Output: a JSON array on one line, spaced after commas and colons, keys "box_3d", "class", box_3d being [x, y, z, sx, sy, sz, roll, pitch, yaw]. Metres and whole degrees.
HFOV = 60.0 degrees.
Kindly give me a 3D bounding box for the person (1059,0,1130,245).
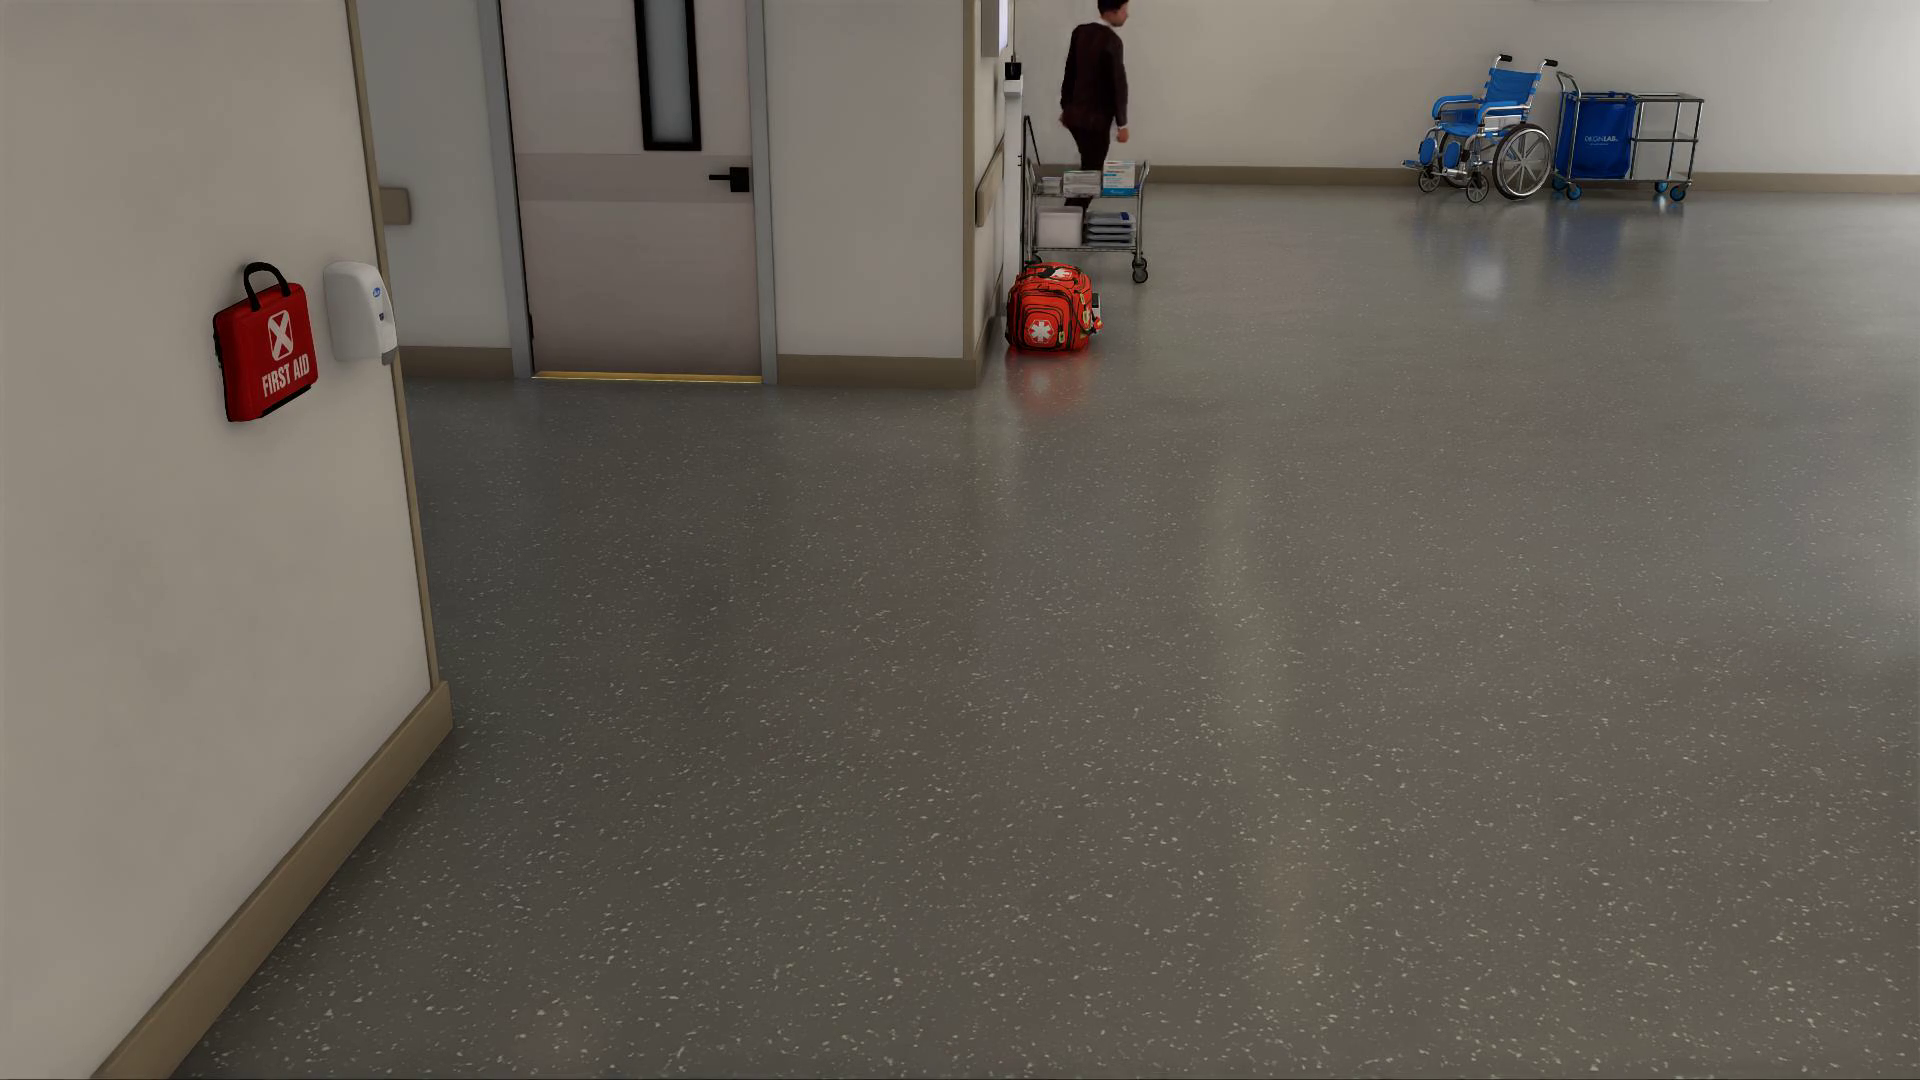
[{"box_3d": [0.917, -3.033, 12.012, 0.937, 1.817, 0.827, -19, 28, -41], "class": "person"}]
